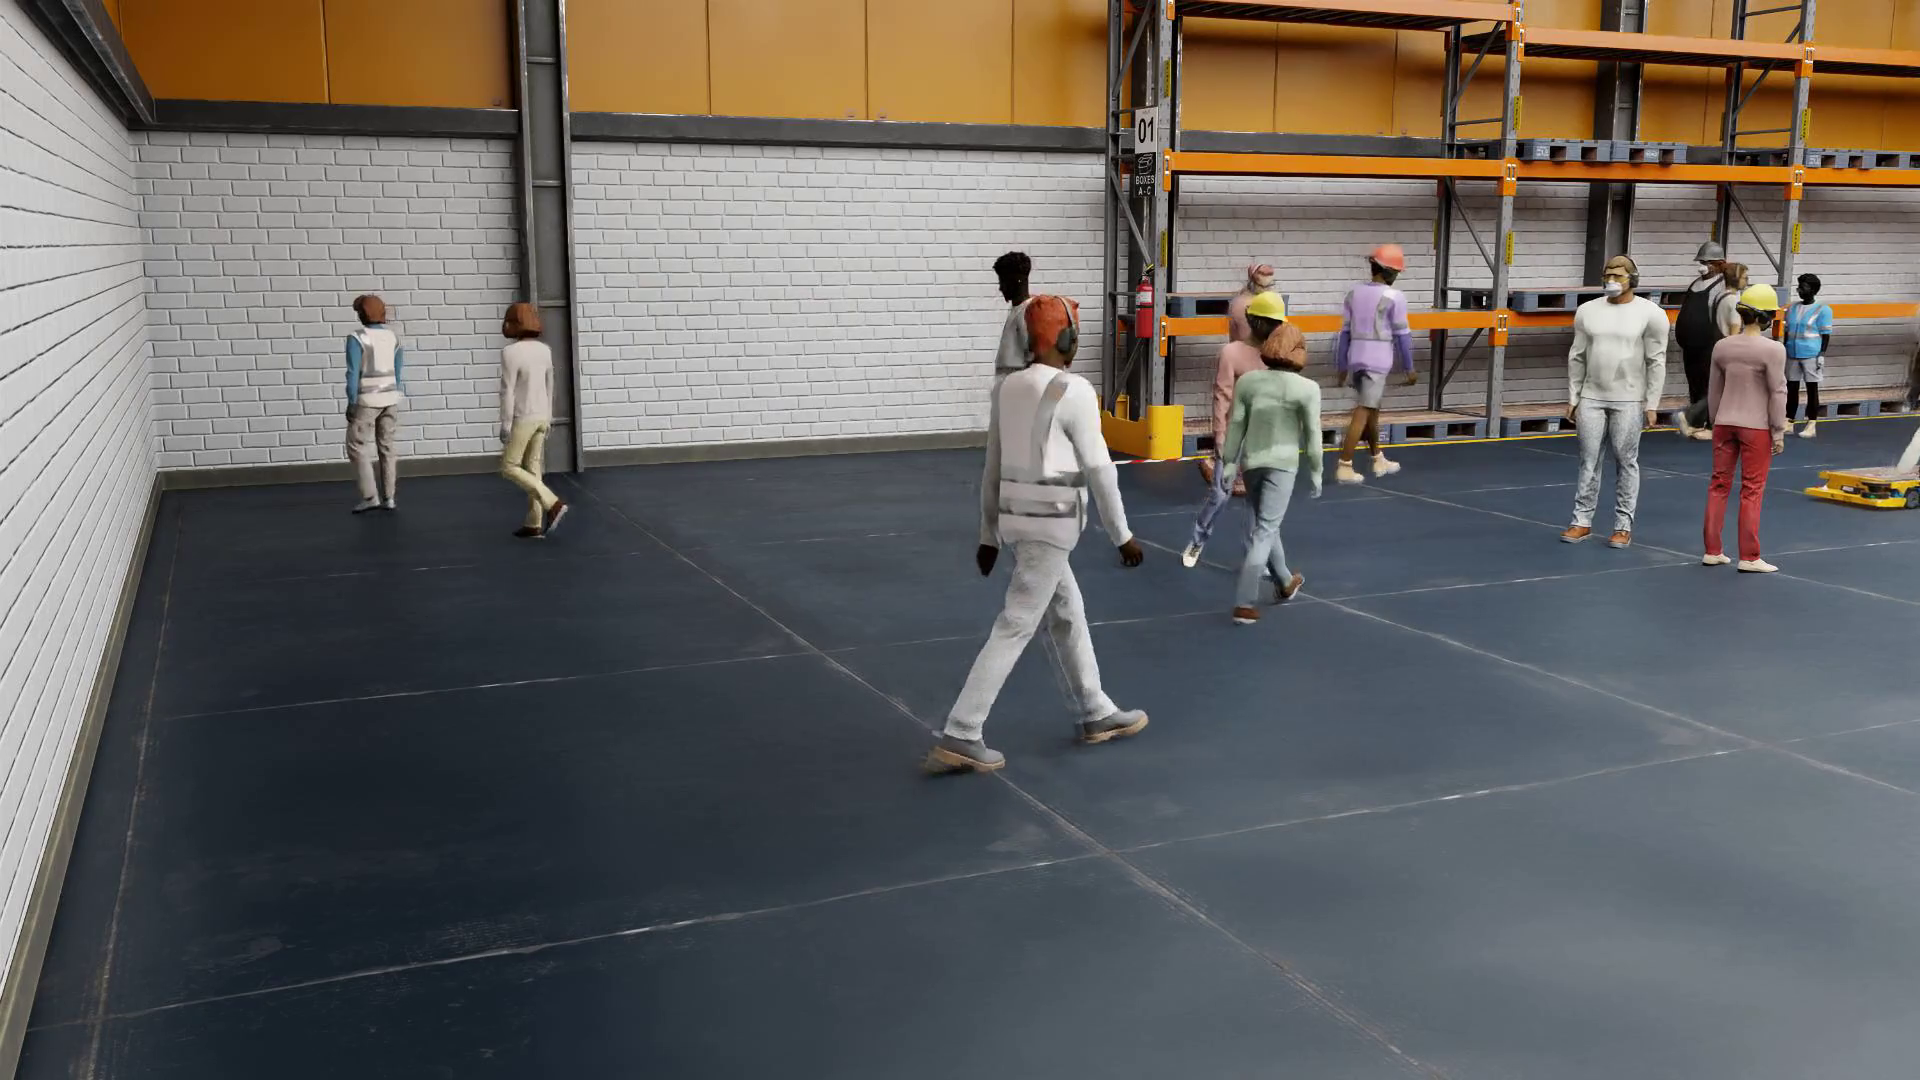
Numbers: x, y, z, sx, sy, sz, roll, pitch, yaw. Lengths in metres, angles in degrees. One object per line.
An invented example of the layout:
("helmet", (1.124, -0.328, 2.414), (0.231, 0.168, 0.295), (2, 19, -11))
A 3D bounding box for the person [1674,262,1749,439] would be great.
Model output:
("person", (7.583, -1.850, 16.583), (0.753, 1.822, 0.514), (1, 10, 7))

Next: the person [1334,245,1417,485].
("person", (3.534, -1.469, 13.977), (0.993, 1.981, 0.622), (-6, 12, -32))

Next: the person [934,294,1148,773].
("person", (0.301, -0.031, 6.460), (1.033, 1.833, 0.581), (-5, 12, -28))

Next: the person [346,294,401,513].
("person", (-4.371, -1.009, 12.420), (0.355, 1.632, 0.564), (5, 11, 25))

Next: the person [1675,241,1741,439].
("person", (7.641, -2.059, 17.130), (0.535, 2.000, 0.680), (-1, 10, -8))

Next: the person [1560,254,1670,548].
("person", (4.338, -0.917, 11.050), (0.627, 1.940, 0.375), (9, 14, 42))

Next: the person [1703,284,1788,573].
("person", (4.837, -0.682, 10.226), (0.315, 1.769, 0.525), (-5, 11, -27))

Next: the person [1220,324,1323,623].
("person", (1.705, -0.370, 8.992), (0.521, 1.574, 0.877), (8, 13, 39))

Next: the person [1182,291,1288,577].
("person", (1.701, -0.652, 10.144), (0.541, 1.733, 0.648), (-5, 11, -26))

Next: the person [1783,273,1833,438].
("person", (8.758, -1.909, 17.254), (0.321, 1.696, 0.537), (-5, 11, -24))

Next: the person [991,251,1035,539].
("person", (0.403, -0.974, 11.312), (0.384, 1.956, 0.613), (-1, 10, -4))

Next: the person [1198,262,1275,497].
("person", (2.196, -1.217, 12.913), (0.546, 1.870, 0.696), (1, 10, 8))

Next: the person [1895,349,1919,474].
("person", (7.712, -1.188, 12.893), (0.982, 1.814, 0.559), (0, 10, 0))

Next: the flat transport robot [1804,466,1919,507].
("flat transport robot", (7.402, -0.432, 12.999), (1.431, 0.197, 0.652), (-4, 11, -22))

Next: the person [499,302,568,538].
("person", (-2.888, -0.791, 11.242), (0.459, 1.615, 0.514), (4, 11, 21))
